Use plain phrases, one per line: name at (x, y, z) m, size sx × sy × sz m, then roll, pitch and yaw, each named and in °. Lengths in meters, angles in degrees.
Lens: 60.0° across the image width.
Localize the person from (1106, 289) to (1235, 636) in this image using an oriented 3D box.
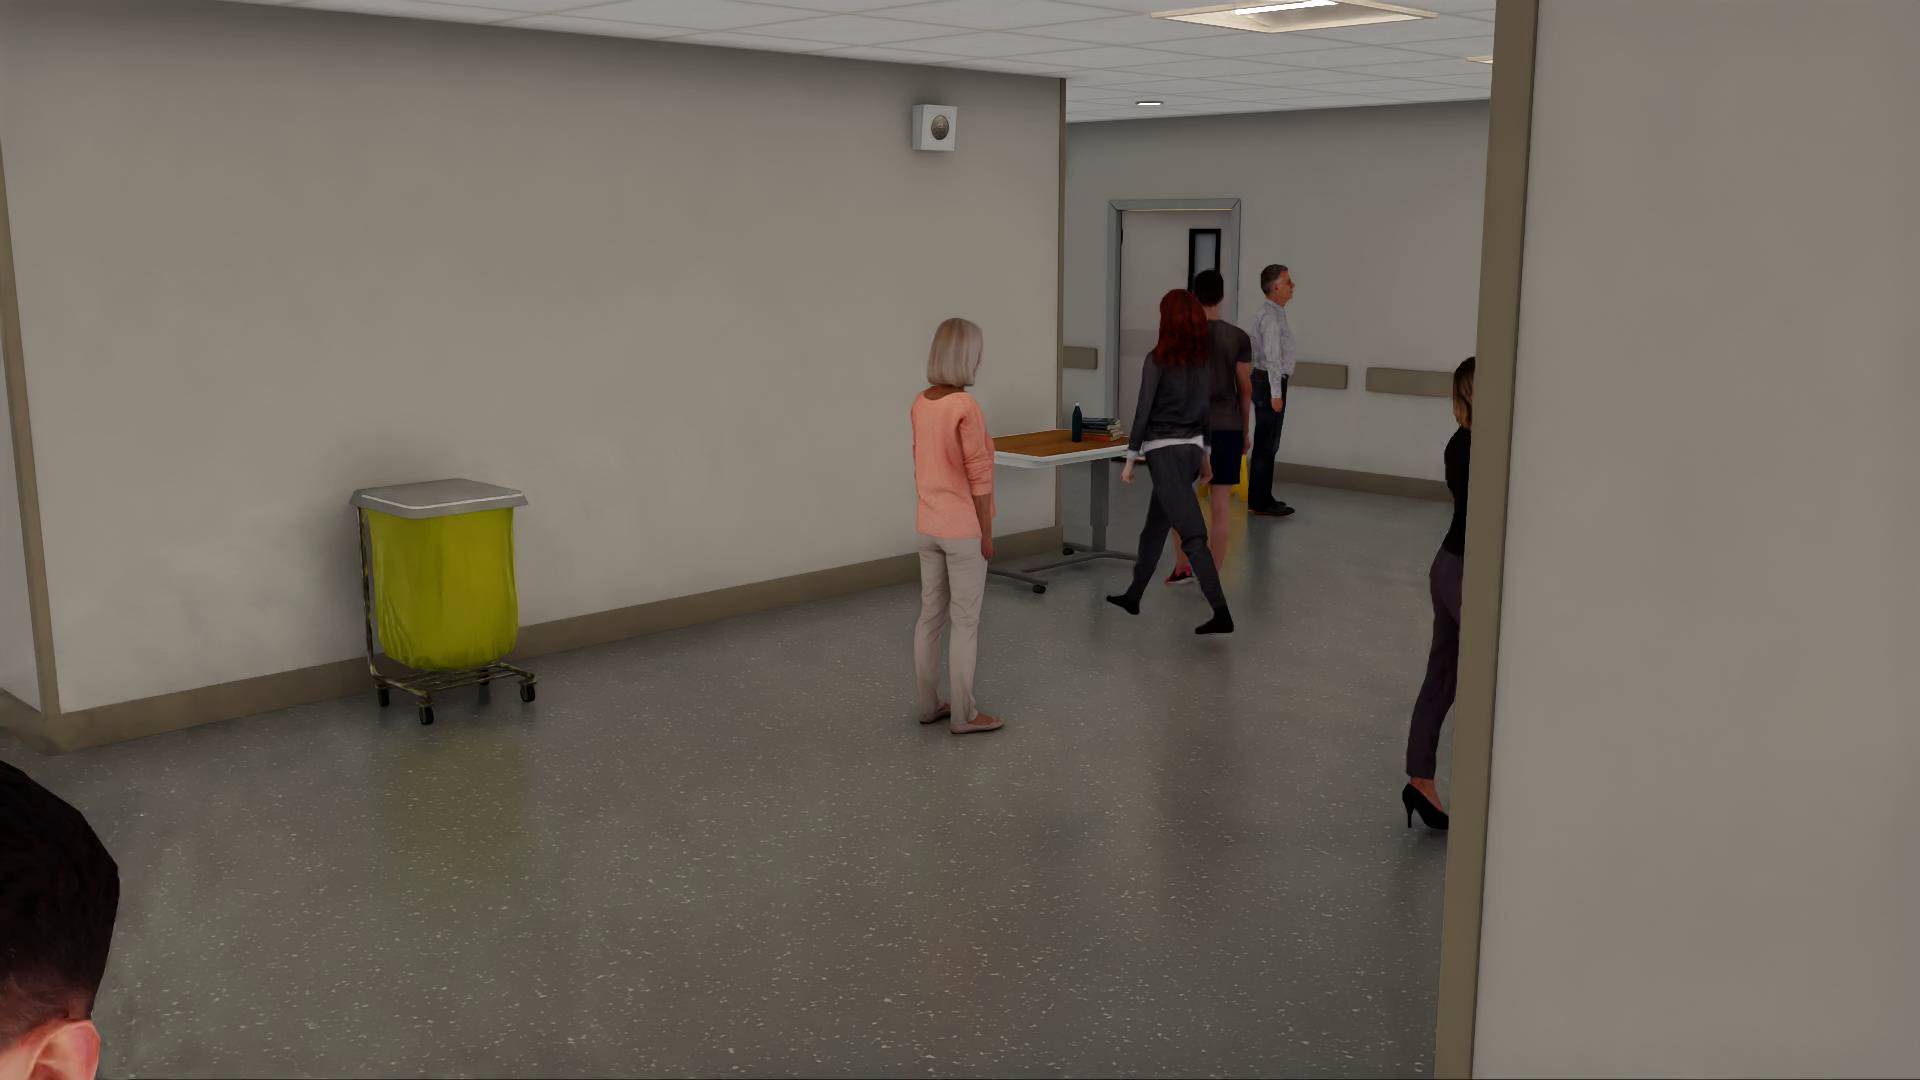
person at (1.137, -0.339, 8.384) m, size 0.691 × 1.725 × 1.202 m, roll -8°, pitch 13°, yaw -37°

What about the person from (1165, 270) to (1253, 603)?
person at (1.398, -0.563, 9.264) m, size 0.813 × 1.838 × 0.876 m, roll 0°, pitch 11°, yaw 2°

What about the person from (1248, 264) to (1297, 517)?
person at (2.271, -1.107, 12.178) m, size 0.780 × 1.820 × 0.733 m, roll 1°, pitch 11°, yaw 3°

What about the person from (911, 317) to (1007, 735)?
person at (-0.035, -0.064, 6.939) m, size 0.675 × 1.724 × 0.481 m, roll -9°, pitch 14°, yaw -39°
